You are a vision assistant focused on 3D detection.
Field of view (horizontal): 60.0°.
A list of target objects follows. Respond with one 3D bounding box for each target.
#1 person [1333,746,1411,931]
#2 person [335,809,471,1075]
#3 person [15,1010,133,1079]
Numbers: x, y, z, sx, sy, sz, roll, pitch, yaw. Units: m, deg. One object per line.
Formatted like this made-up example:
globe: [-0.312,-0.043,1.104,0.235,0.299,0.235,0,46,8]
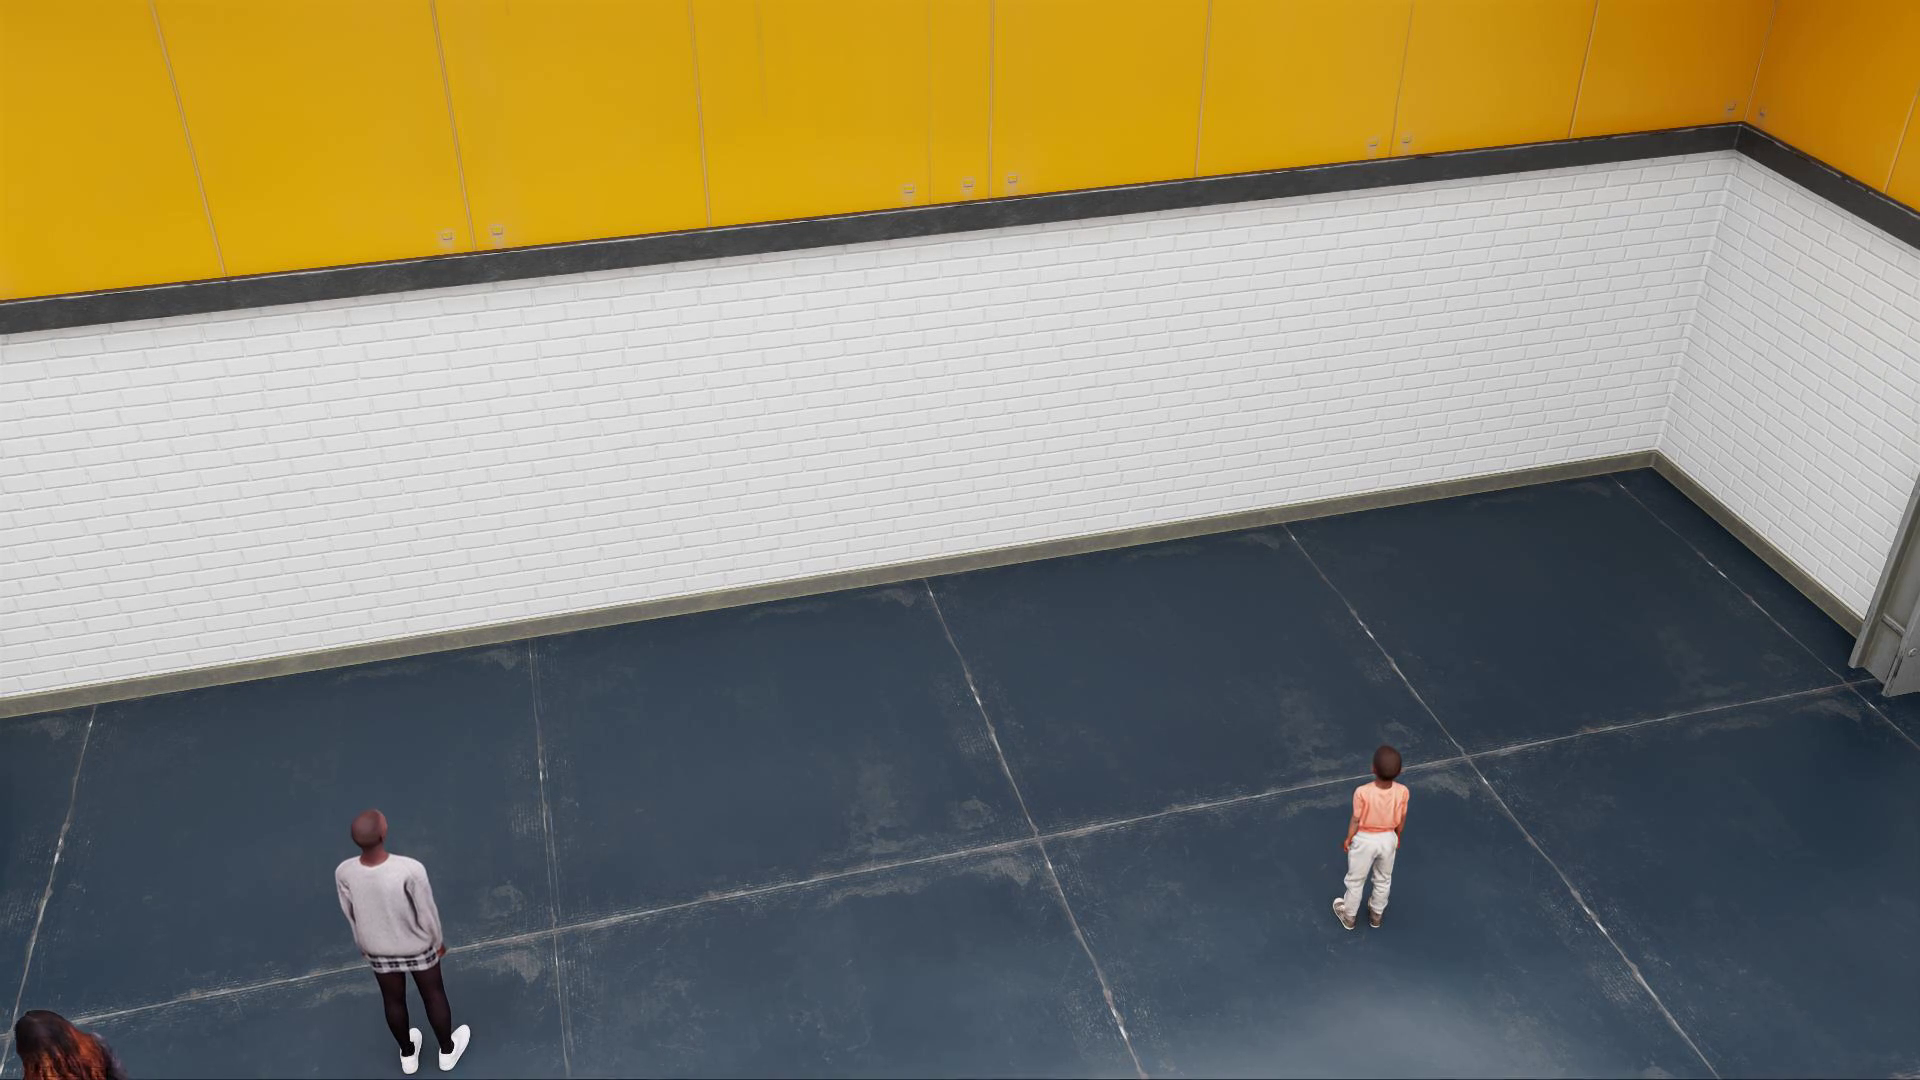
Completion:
person: [2.380,1.716,9.547,0.522,1.311,0.529,-1,34,-2]
person: [-2.898,2.078,8.586,0.663,1.771,0.612,0,34,-1]
person: [-3.945,2.795,7.673,1.155,1.588,1.139,14,36,21]
